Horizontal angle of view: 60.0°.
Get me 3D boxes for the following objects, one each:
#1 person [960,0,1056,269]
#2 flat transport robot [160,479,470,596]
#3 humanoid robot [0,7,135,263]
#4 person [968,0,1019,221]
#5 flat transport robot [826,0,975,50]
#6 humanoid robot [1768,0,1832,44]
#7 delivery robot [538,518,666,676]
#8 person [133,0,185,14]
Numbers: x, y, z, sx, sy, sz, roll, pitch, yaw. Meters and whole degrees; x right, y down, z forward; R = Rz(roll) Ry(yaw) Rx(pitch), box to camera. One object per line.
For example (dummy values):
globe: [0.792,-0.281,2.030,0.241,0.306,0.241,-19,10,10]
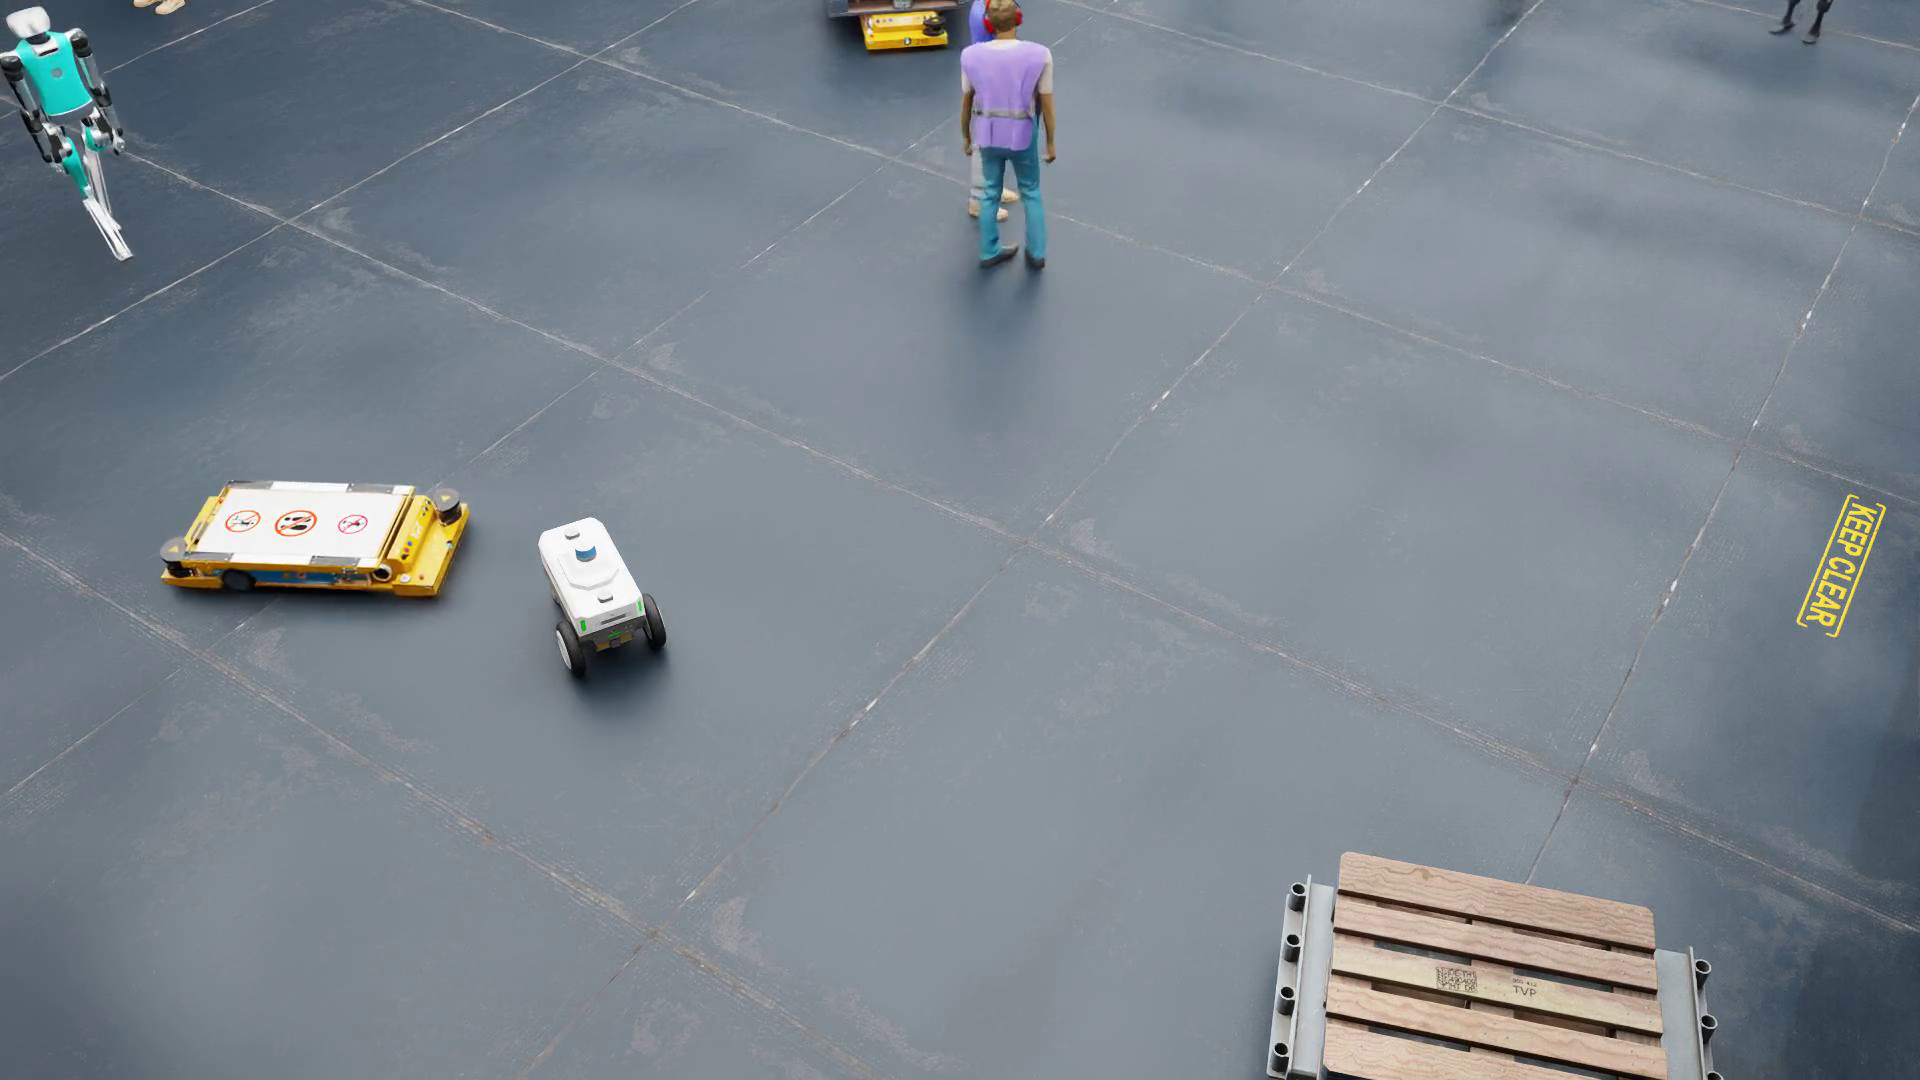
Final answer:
person: [0.298,-2.500,10.422,0.627,1.821,0.437,7,42,7]
flat transport robot: [-3.399,-0.011,8.791,1.431,0.231,0.659,2,42,2]
humanoid robot: [-5.660,-2.597,10.582,0.558,1.732,1.033,-31,50,-30]
person: [0.241,-3.016,10.959,0.360,1.868,0.459,17,45,18]
flat transport robot: [-0.533,-4.467,13.778,0.659,0.231,1.431,-6,42,-7]
humanoid robot: [6.829,-4.726,13.007,0.321,1.654,0.609,-32,51,-31]
delivery robot: [-1.828,0.239,8.287,0.499,0.581,0.774,-19,45,-20]
person: [-6.707,-5.139,13.421,0.477,1.747,0.320,23,47,24]
